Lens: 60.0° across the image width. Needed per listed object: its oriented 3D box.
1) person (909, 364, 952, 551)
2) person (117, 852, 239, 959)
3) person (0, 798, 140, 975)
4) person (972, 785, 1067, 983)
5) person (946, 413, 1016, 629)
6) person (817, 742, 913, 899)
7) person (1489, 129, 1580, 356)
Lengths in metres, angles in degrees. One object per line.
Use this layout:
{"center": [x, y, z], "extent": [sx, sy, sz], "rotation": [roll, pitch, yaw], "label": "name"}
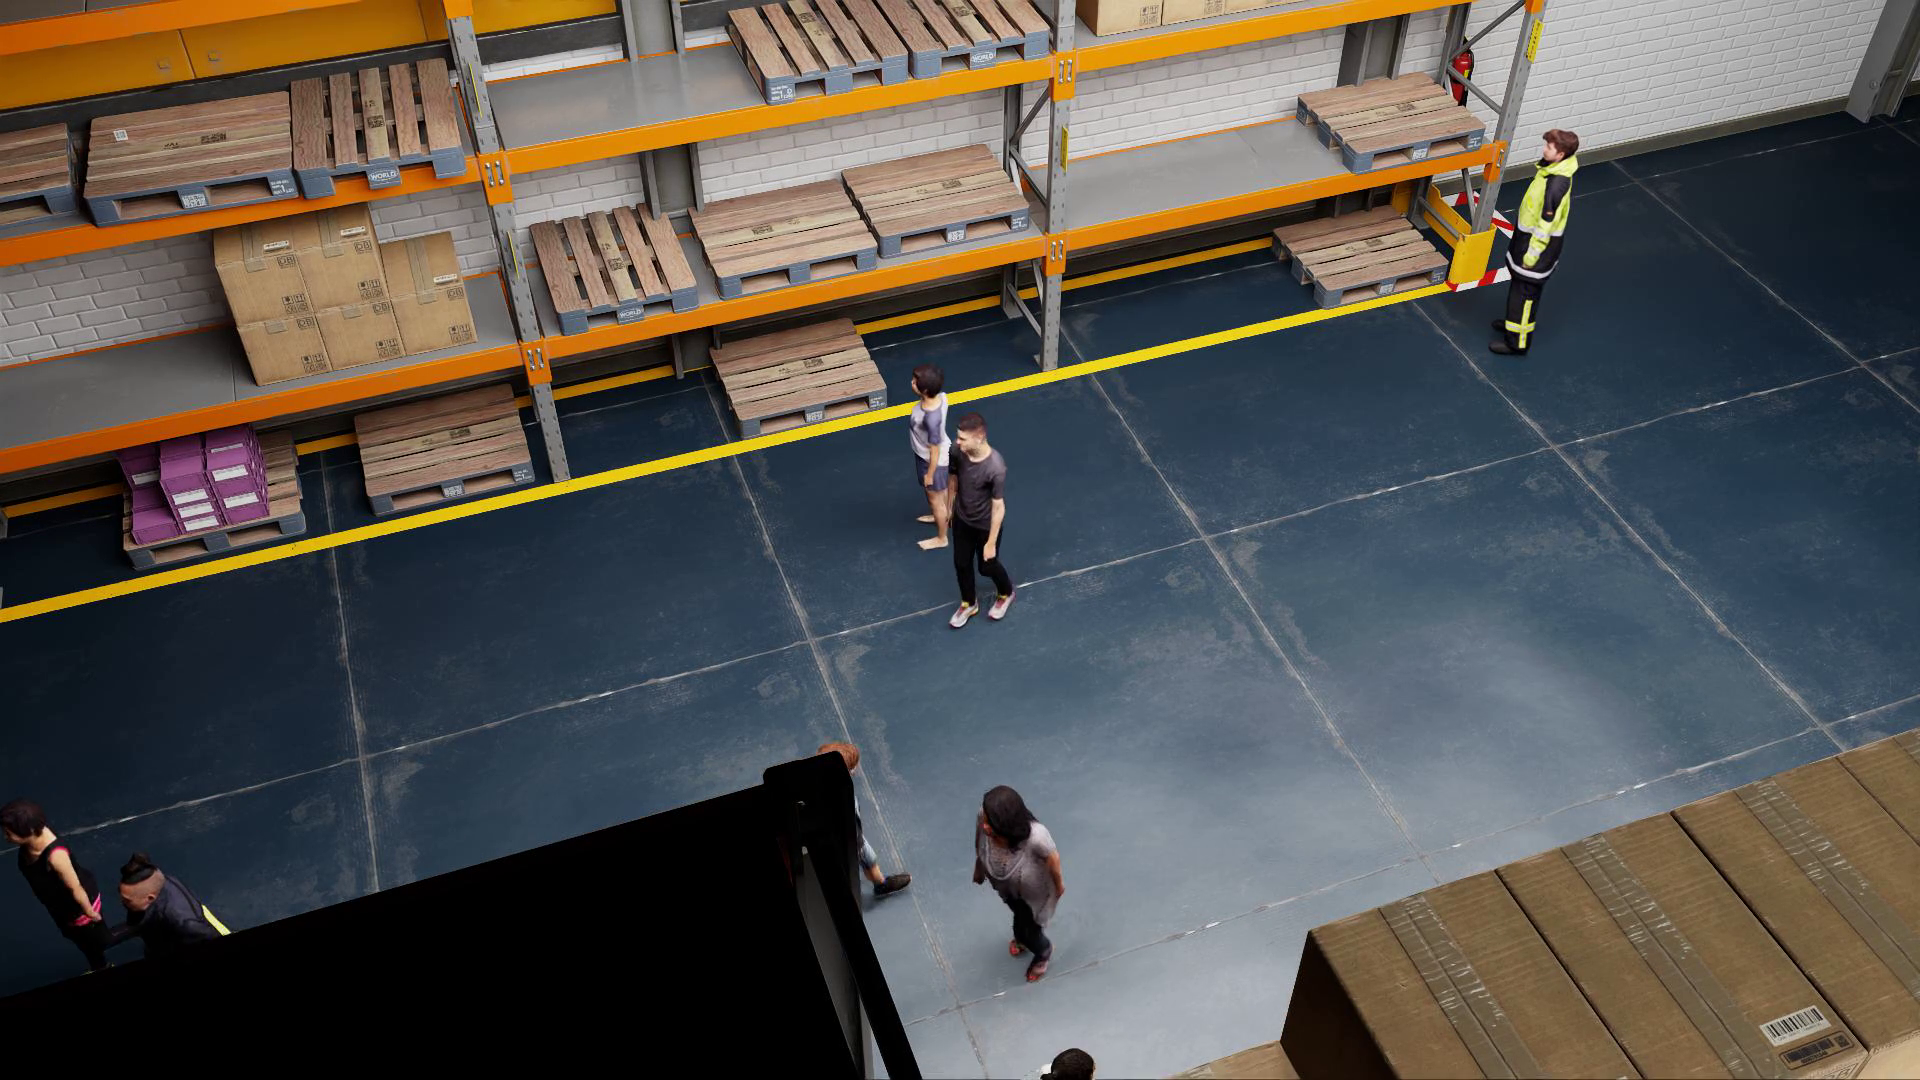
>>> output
{"center": [-0.187, -0.602, 11.651], "extent": [0.632, 1.565, 0.635], "rotation": [1, 44, 1], "label": "person"}
{"center": [-3.799, 2.140, 8.586], "extent": [1.064, 1.823, 1.268], "rotation": [34, 53, 30], "label": "person"}
{"center": [-4.774, 1.892, 9.056], "extent": [0.787, 1.533, 0.961], "rotation": [33, 53, 30], "label": "person"}
{"center": [0.391, 1.800, 9.124], "extent": [0.802, 1.572, 0.852], "rotation": [29, 51, 27], "label": "person"}
{"center": [0.158, -0.170, 11.072], "extent": [0.830, 1.738, 0.891], "rotation": [28, 50, 26], "label": "person"}
{"center": [-0.733, 1.658, 9.391], "extent": [0.953, 1.411, 0.575], "rotation": [-16, 46, -16], "label": "person"}
{"center": [4.601, -2.380, 13.220], "extent": [0.885, 1.975, 0.865], "rotation": [12, 45, 12], "label": "person"}
